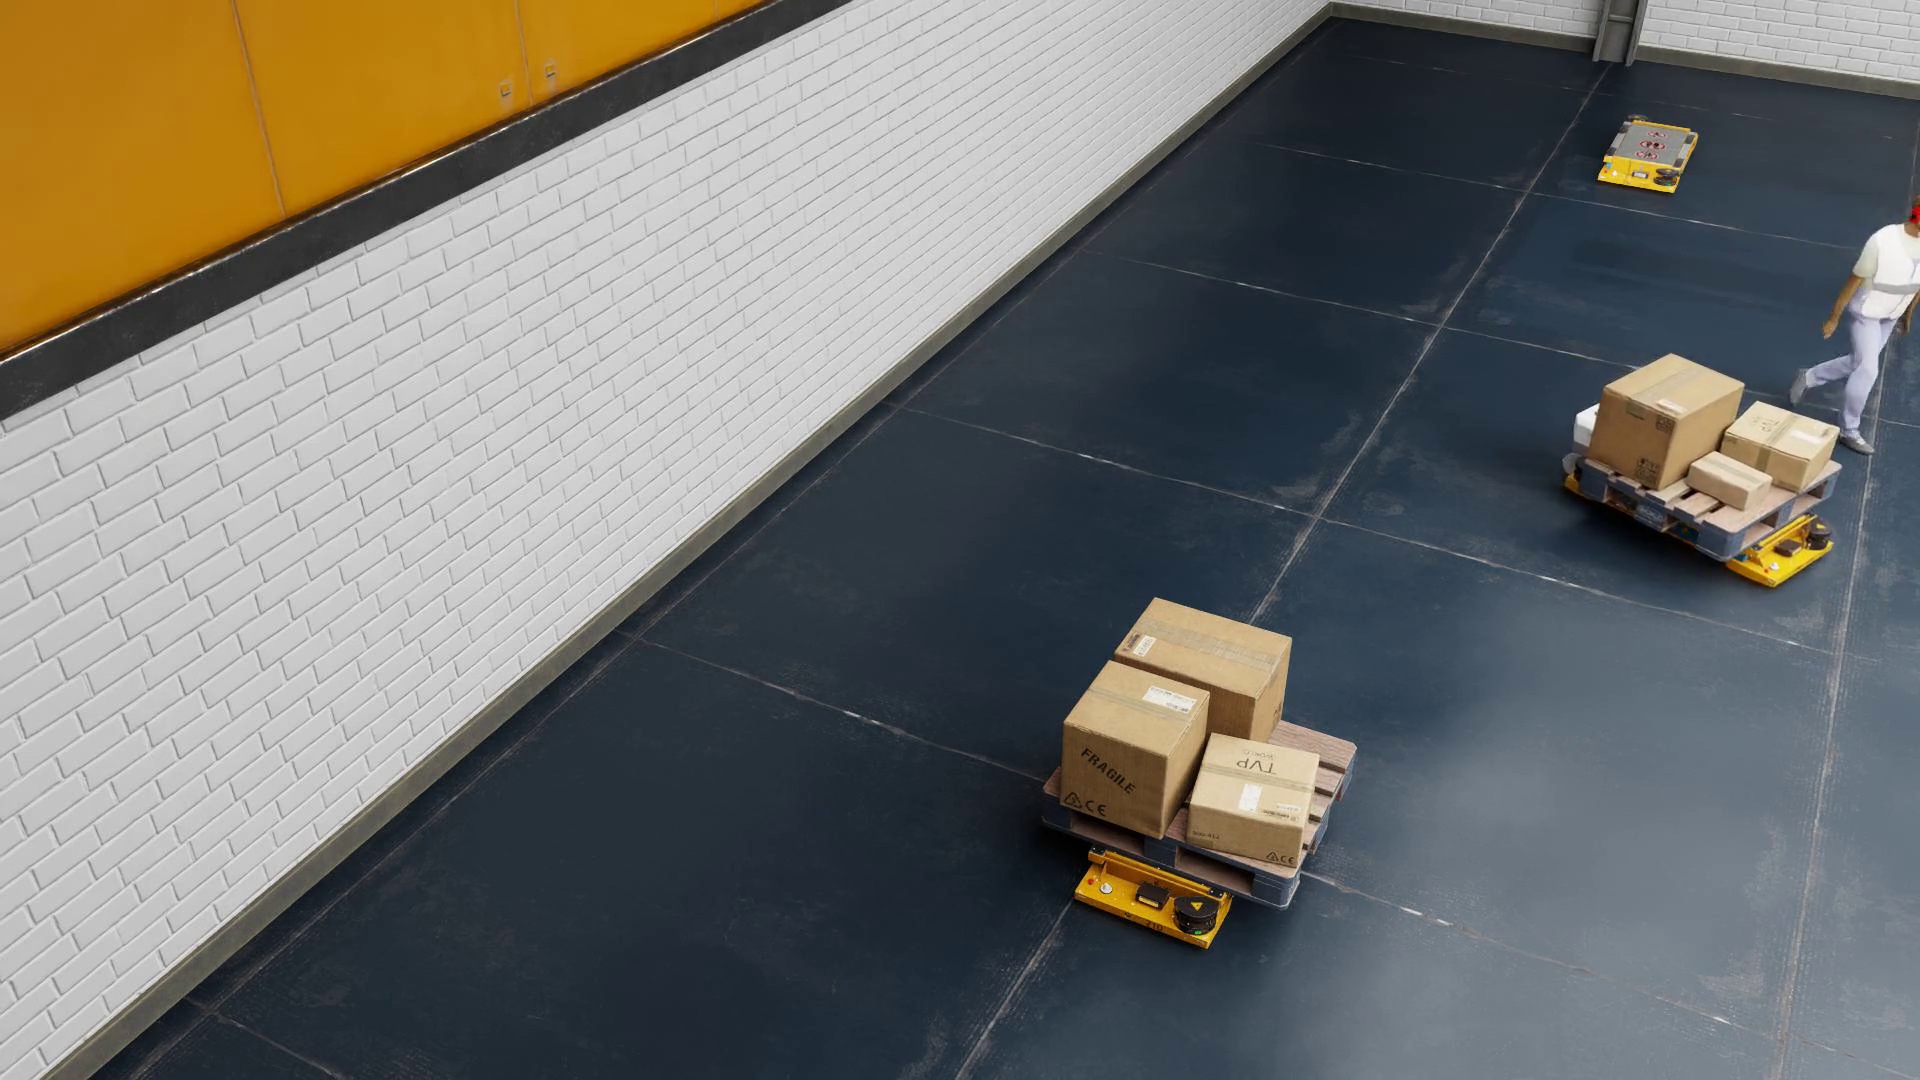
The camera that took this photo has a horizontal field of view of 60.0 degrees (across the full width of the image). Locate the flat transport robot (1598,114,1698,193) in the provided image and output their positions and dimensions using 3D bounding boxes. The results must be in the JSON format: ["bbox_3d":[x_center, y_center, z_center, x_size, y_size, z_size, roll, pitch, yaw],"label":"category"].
[{"bbox_3d":[6.331,-3.546,15.253,0.659,0.231,1.431,17,37,23],"label":"flat transport robot"}]

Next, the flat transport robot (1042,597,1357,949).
[{"bbox_3d":[1.147,1.328,8.002,0.659,0.231,1.431,17,37,23],"label":"flat transport robot"}]

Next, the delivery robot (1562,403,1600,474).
[{"bbox_3d":[4.266,-0.553,10.545,0.499,0.595,0.781,-23,40,-30],"label":"delivery robot"}]

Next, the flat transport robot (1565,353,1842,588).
[{"bbox_3d":[4.554,-0.202,10.278,0.659,0.231,1.431,-23,40,-31],"label":"flat transport robot"}]

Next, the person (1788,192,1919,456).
[{"bbox_3d":[5.911,-1.508,10.848,0.578,1.796,0.773,-13,36,-18],"label":"person"}]
